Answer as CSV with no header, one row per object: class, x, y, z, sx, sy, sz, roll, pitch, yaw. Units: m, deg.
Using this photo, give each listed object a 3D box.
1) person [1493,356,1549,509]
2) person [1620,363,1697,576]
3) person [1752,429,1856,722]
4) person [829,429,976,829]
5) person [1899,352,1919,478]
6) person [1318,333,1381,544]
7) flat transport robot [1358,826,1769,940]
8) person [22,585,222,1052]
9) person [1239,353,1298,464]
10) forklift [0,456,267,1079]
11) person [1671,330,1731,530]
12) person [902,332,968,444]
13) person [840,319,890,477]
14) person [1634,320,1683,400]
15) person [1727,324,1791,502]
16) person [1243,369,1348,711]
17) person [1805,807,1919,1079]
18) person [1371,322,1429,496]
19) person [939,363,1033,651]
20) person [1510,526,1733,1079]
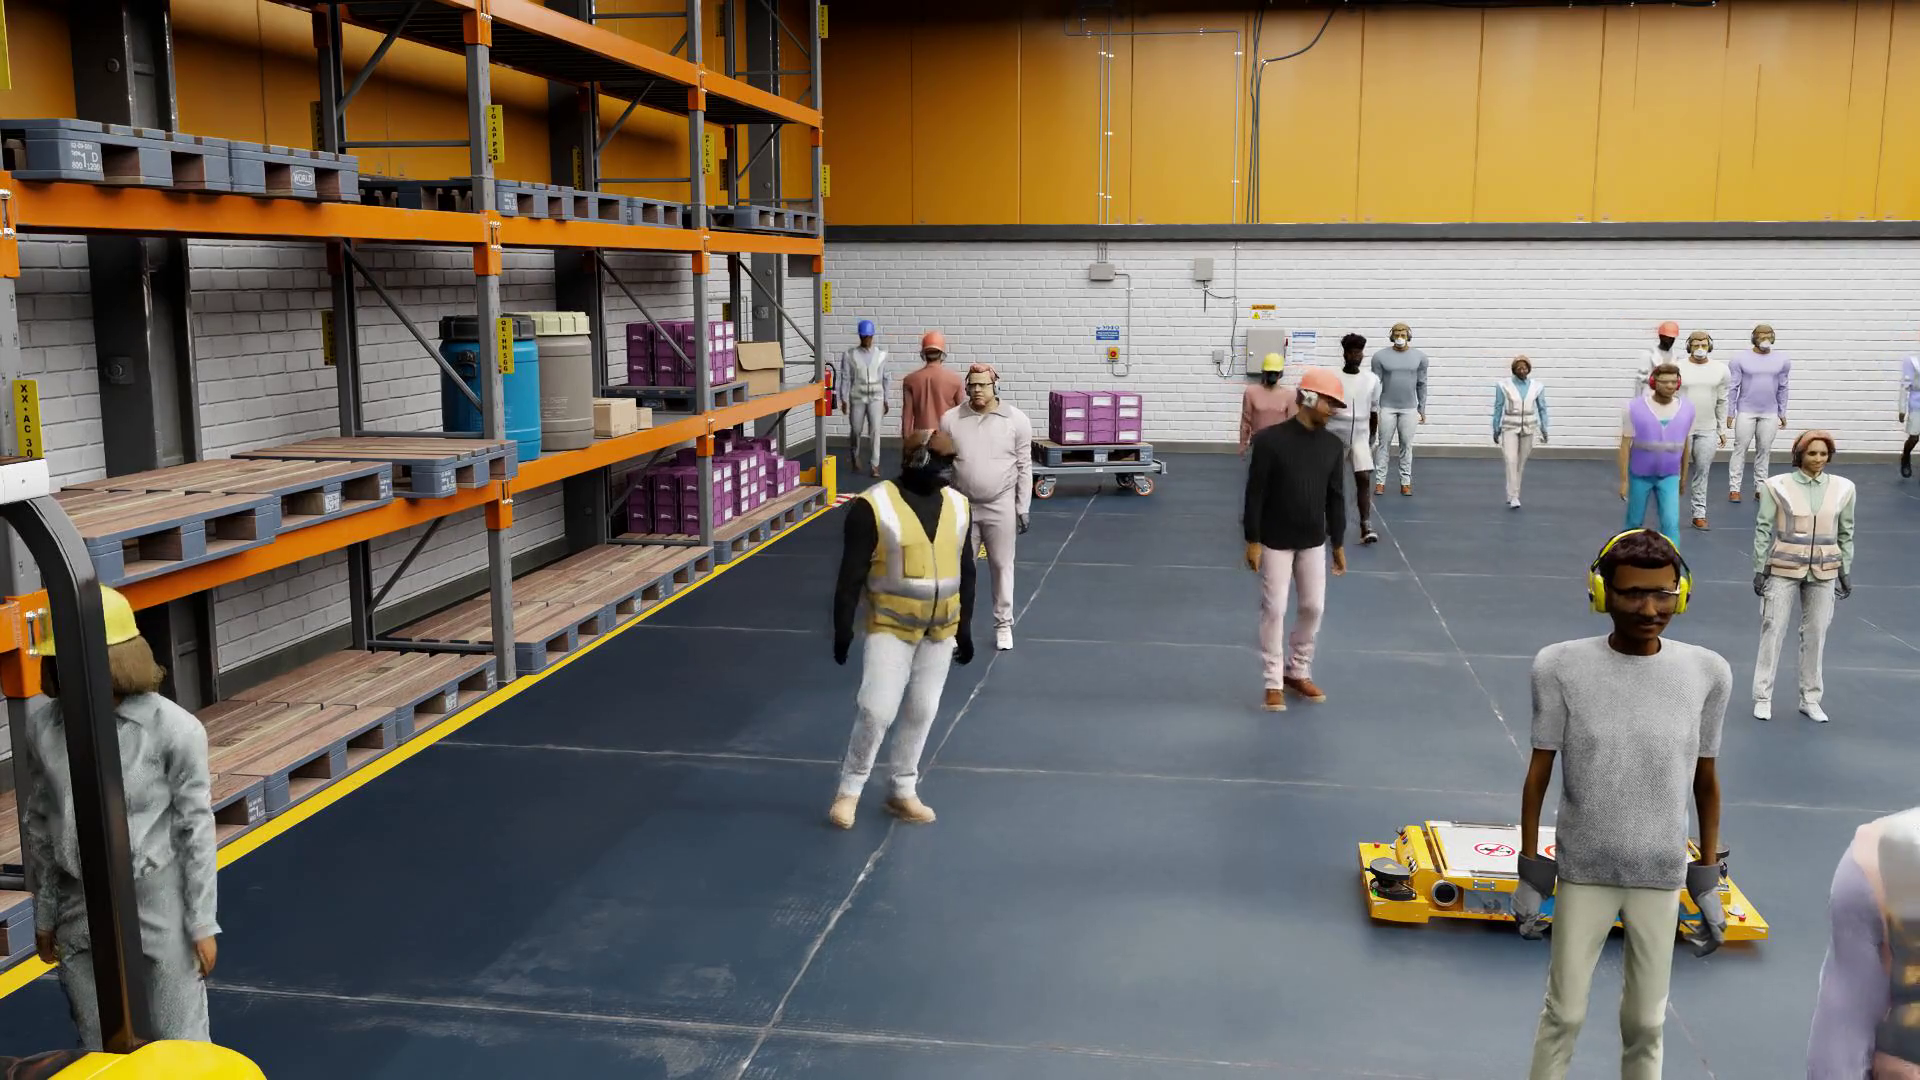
person,5.901,-1.118,17.457,0.536,1.600,0.796,0,9,1
person,5.452,-0.488,13.040,0.566,1.791,0.899,1,9,6
person,4.684,0.200,9.255,0.525,1.636,0.307,1,9,9
person,-0.233,0.405,7.515,0.719,1.805,0.449,-6,11,-31
person,11.214,-1.569,19.347,0.545,1.916,0.746,3,10,17
person,3.578,-0.915,15.219,0.624,1.930,0.911,-1,9,-3
flat transport robot,2.325,1.321,6.541,1.431,0.197,0.652,1,9,9
person,-2.151,0.963,4.269,0.506,1.735,0.357,1,9,6
person,2.892,-0.871,15.539,0.550,1.725,0.872,2,9,11
forklift,-2.328,0.975,2.765,2.313,2.155,1.214,1,9,9
person,7.088,-1.057,16.077,0.638,1.938,0.356,1,9,9
person,-0.222,-0.944,15.379,0.623,1.947,1.024,3,10,18
person,-1.177,-1.755,20.470,0.623,1.922,0.870,-2,9,-11
person,8.526,-1.724,20.281,0.556,1.907,0.522,-3,10,-16
person,8.601,-1.361,17.958,0.638,1.937,0.356,1,9,9
person,1.895,0.000,9.551,0.668,1.957,0.451,-3,10,-20
person,1.945,1.111,3.139,0.626,1.793,0.971,5,10,28
person,4.882,-1.457,18.549,0.638,1.938,0.356,1,9,9
person,0.148,-0.217,10.997,0.655,1.906,0.407,1,9,9
person,1.716,0.886,4.319,0.538,1.866,0.313,1,9,9
